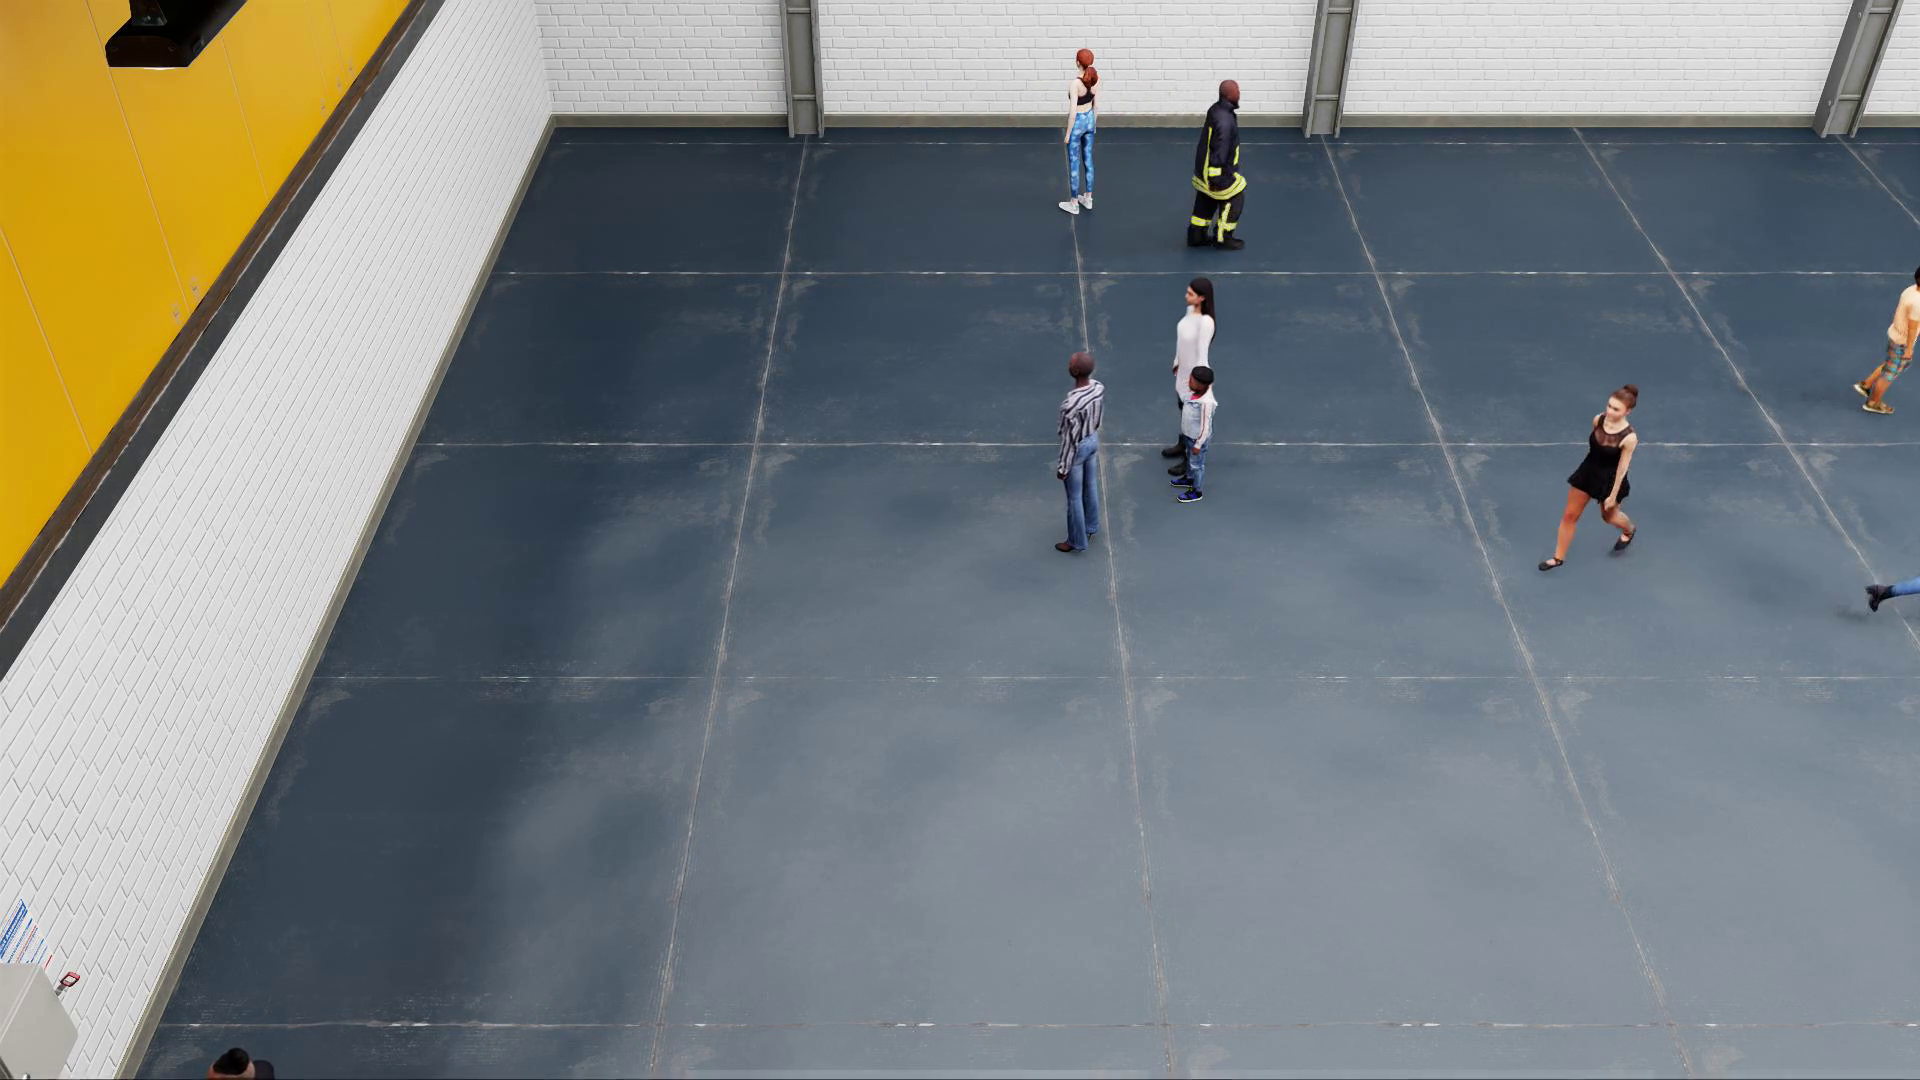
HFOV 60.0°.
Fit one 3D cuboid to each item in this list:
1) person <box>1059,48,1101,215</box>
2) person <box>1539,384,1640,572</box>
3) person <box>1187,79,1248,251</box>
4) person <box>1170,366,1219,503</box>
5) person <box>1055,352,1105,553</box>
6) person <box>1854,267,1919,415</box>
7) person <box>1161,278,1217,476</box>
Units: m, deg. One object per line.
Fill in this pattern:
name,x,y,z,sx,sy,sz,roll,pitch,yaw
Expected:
person,1.264,-4.282,17.398,0.679,1.785,0.748,-26,45,-29
person,4.989,-0.479,12.750,1.162,1.643,0.918,-19,42,-22
person,2.512,-3.767,16.740,0.829,1.802,0.759,-3,39,-4
person,1.939,-0.892,13.573,0.518,1.260,0.502,-5,39,-6
person,0.926,-0.671,12.869,0.735,1.794,0.717,23,44,26
person,8.143,-1.764,14.512,0.664,1.451,0.612,9,40,11
person,1.935,-1.364,13.725,0.588,1.808,0.647,-5,39,-7
